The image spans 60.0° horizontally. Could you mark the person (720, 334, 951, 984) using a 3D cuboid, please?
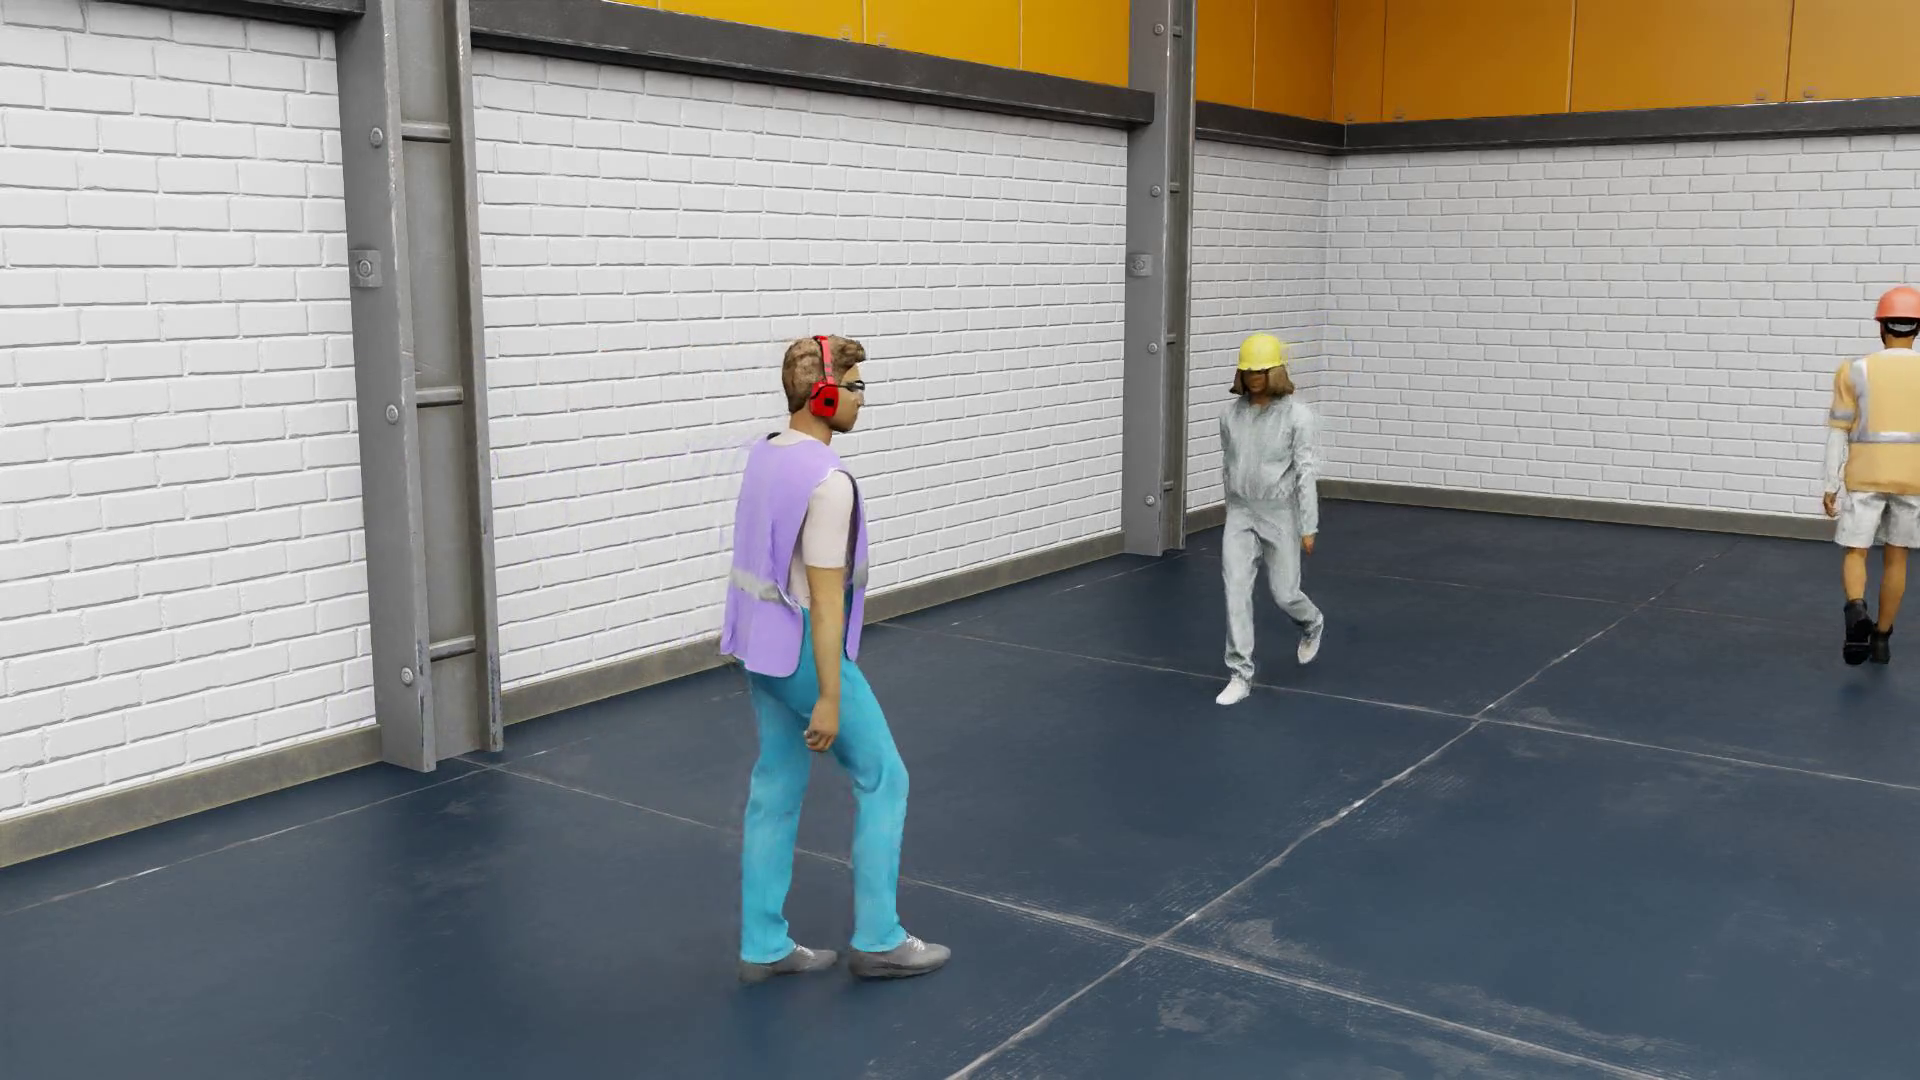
[{"bbox_3d":[-0.332,0.343,4.661,0.708,1.822,0.569,-6,11,-31],"label":"person"}]

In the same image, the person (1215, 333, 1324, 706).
[{"bbox_3d":[1.464,-0.117,7.729,0.494,1.710,0.732,7,12,35],"label":"person"}]

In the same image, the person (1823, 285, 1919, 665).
[{"bbox_3d":[4.562,-0.293,8.183,0.550,1.914,0.725,4,10,25],"label":"person"}]
